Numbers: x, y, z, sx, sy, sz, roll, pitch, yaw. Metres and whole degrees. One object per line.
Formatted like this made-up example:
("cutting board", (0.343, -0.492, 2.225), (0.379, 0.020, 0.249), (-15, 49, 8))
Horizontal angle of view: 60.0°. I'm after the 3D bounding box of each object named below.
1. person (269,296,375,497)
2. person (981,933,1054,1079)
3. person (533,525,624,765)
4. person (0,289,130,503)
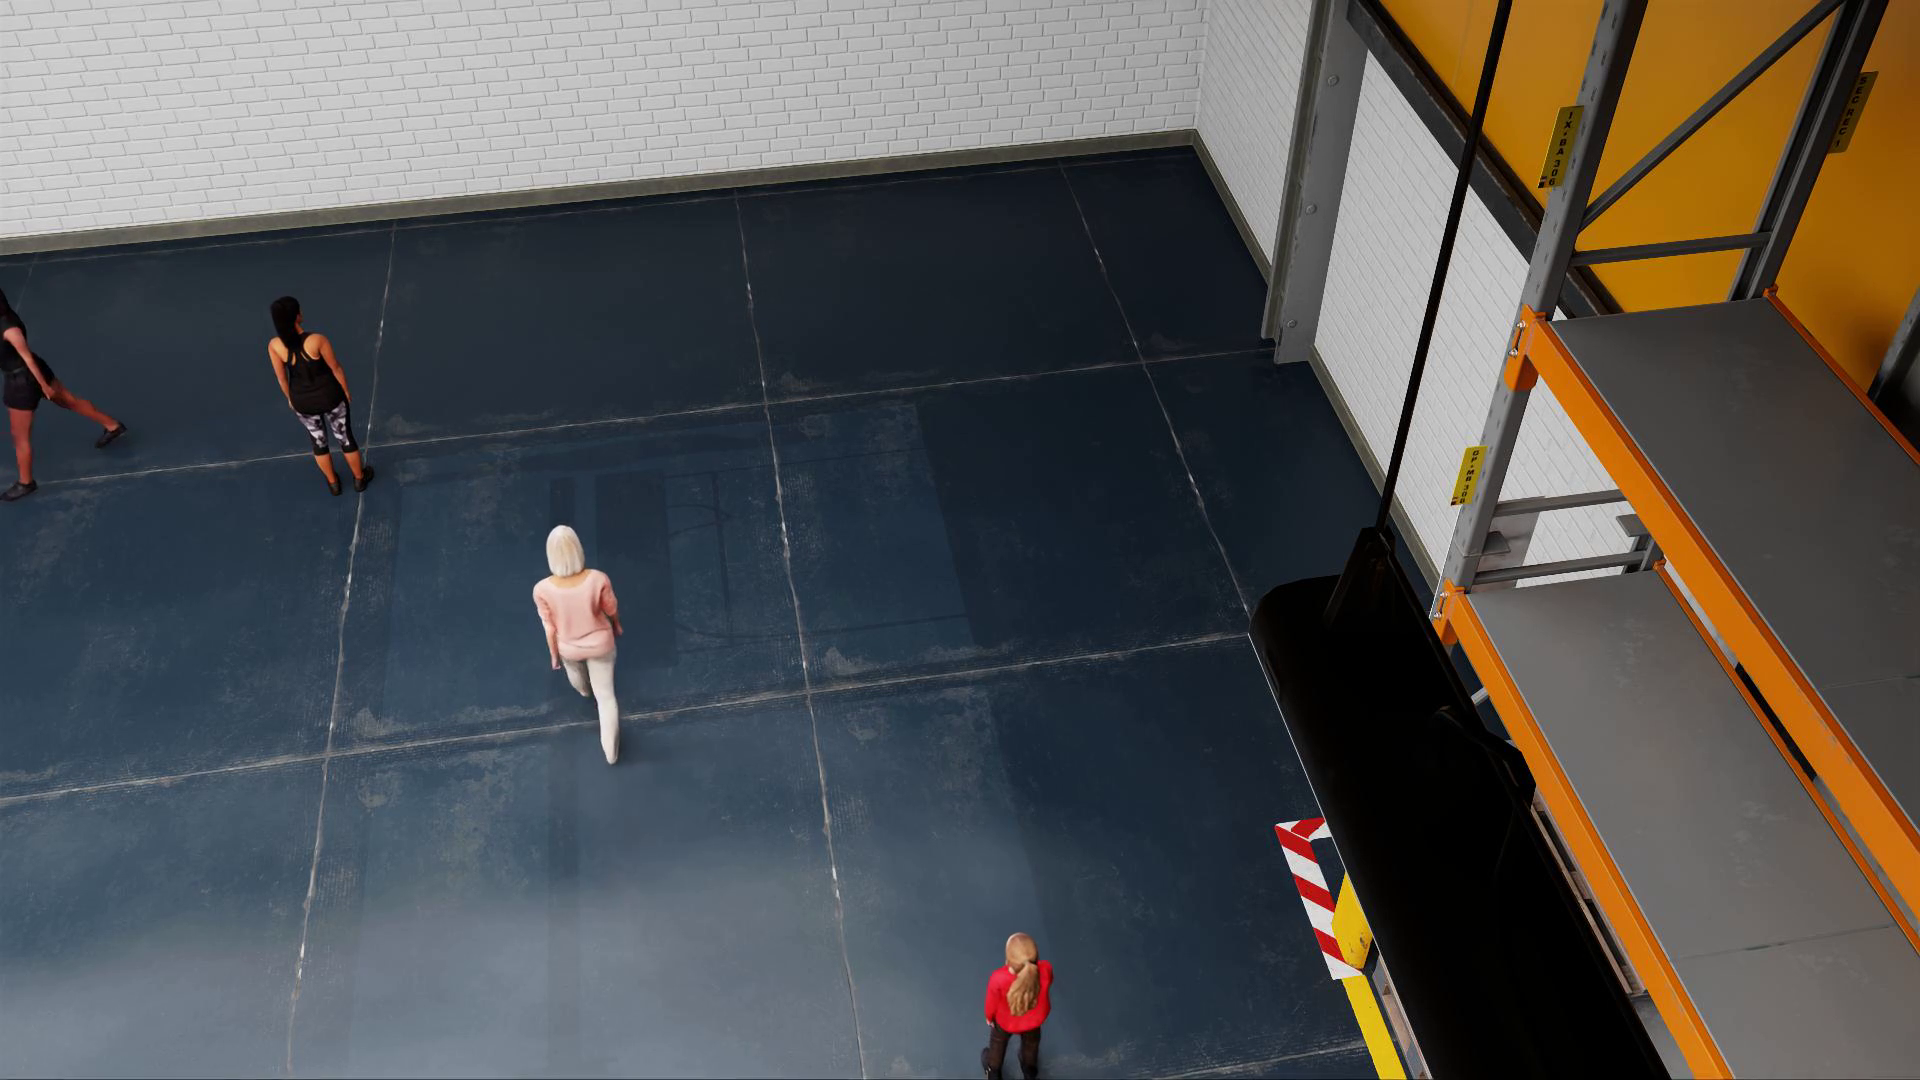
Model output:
("person", (-4.476, -1.006, 11.578), (0.573, 1.674, 0.492), (-7, 44, -8))
("person", (0.312, 2.372, 8.319), (0.508, 1.278, 0.551), (-9, 44, -9))
("person", (-2.204, 0.664, 9.812), (0.642, 1.692, 1.028), (-11, 45, -11))
("person", (-6.468, -1.149, 11.717), (1.142, 1.690, 1.224), (-34, 53, -31))
